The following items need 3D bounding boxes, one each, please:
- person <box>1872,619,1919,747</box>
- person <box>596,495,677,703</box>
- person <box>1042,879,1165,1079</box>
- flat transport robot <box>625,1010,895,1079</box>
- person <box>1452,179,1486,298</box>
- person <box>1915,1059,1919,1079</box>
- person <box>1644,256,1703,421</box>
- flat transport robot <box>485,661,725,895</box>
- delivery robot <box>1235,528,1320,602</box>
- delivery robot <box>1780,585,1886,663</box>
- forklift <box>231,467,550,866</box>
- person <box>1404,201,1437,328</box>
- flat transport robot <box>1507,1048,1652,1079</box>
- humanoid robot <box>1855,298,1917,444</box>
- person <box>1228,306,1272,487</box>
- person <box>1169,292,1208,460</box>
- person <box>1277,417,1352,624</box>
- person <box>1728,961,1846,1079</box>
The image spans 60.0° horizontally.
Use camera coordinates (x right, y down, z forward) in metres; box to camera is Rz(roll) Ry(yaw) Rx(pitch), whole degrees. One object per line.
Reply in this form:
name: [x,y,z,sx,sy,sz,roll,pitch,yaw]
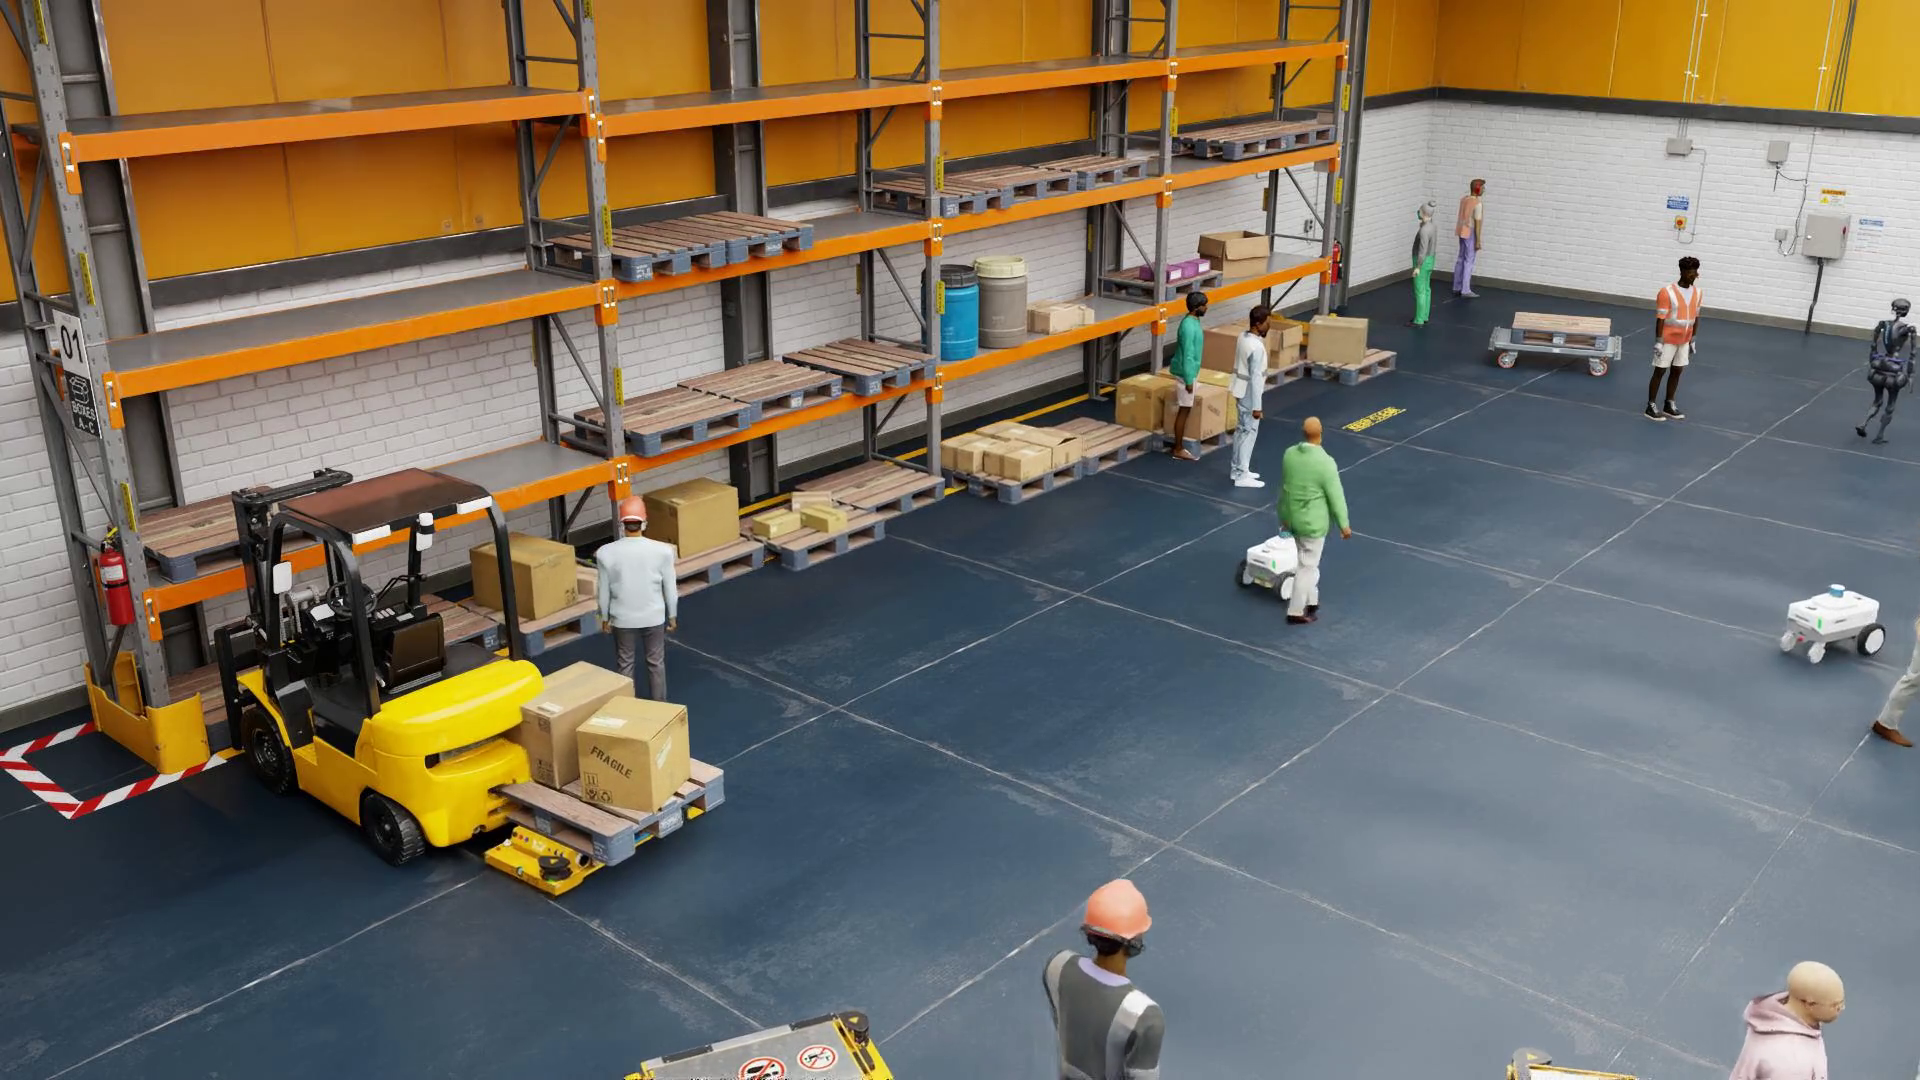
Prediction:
person: [6.852,0.683,11.439,0.586,1.822,0.954,-7,22,-19]
person: [-2.324,0.521,12.011,0.572,1.742,0.352,-4,21,-9]
person: [0.566,2.314,6.776,0.661,2.017,0.619,-19,27,-41]
flat transport robot: [-1.041,2.728,8.160,1.431,0.231,0.659,-9,22,-22]
person: [7.985,-4.740,26.120,0.372,1.840,0.568,-5,21,-12]
person: [4.981,1.910,7.988,0.631,1.933,0.362,-10,23,-26]
person: [8.408,-2.371,19.549,0.595,1.958,0.369,-6,21,-16]
flat transport robot: [-2.276,1.799,10.678,0.659,0.231,1.431,14,24,33]
delivery robot: [2.826,0.200,14.623,0.808,0.614,0.499,-17,26,-39]
delivery robot: [7.032,0.653,13.383,0.781,0.605,0.499,-9,22,-23]
forklift: [-3.730,0.710,10.856,2.313,2.155,1.214,17,26,38]
person: [6.714,-4.009,24.144,0.325,1.839,0.524,12,23,30]
flat transport robot: [2.947,2.902,7.687,0.659,0.231,1.431,4,21,11]
humanoid robot: [10.415,-1.895,18.648,0.378,1.642,0.598,-9,22,-23]
person: [2.999,-1.483,17.214,0.413,1.907,0.597,-2,20,-5]
person: [2.486,-1.798,18.155,0.404,1.843,0.496,4,21,12]
person: [2.943,-0.156,13.820,0.528,1.761,0.622,-13,24,-32]
person: [3.384,2.482,6.681,0.781,1.753,0.547,10,23,26]
